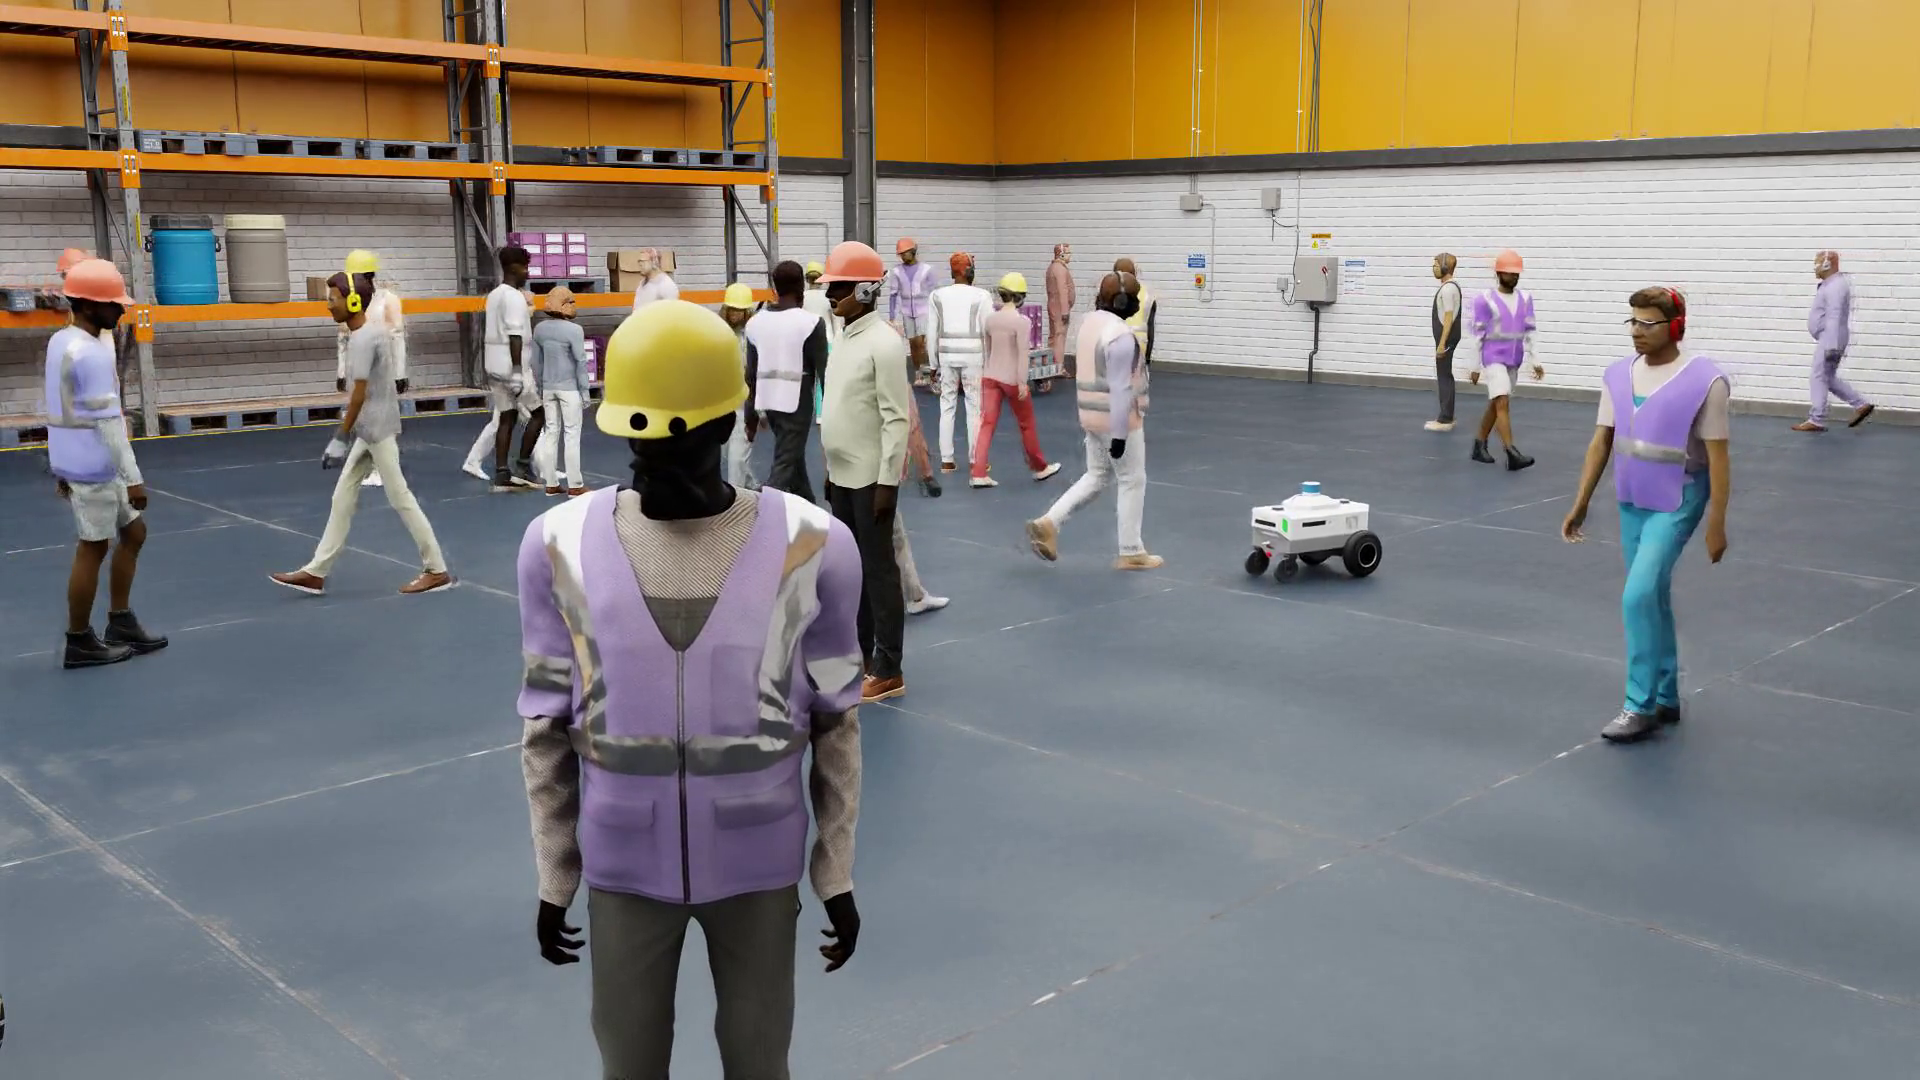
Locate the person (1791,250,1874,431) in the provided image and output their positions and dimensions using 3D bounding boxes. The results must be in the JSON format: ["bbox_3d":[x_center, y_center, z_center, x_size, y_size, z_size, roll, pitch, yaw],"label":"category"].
[{"bbox_3d":[9.054,-2.045,17.141,0.650,1.879,0.695,5,12,27],"label":"person"}]

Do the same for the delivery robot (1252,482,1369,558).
[{"bbox_3d":[2.083,-0.102,9.899,0.707,0.478,0.477,-6,12,-30],"label":"delivery robot"}]

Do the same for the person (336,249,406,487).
[{"bbox_3d":[-4.753,-1.369,13.353,0.607,1.906,0.483,6,12,28],"label":"person"}]

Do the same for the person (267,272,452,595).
[{"bbox_3d":[-3.356,-0.567,9.261,0.992,1.816,0.511,-5,12,-26],"label":"person"}]

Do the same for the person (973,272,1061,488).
[{"bbox_3d":[0.427,-1.291,13.440,0.895,1.712,0.547,-10,14,-43],"label":"person"}]

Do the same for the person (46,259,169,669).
[{"bbox_3d":[-3.966,-0.349,7.790,0.642,1.910,0.580,-9,14,-40],"label":"person"}]

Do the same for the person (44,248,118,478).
[{"bbox_3d":[-7.437,-1.480,13.981,0.850,1.903,0.565,-9,14,-40],"label":"person"}]

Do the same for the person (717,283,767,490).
[{"bbox_3d":[-1.507,-0.909,11.387,0.503,1.707,0.784,3,11,14],"label":"person"}]

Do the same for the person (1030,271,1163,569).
[{"bbox_3d":[0.849,-0.707,10.019,0.730,1.814,0.622,-4,11,-20],"label":"person"}]

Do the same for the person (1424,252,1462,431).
[{"bbox_3d":[5.021,-2.048,17.245,0.326,1.843,0.515,4,11,20],"label":"person"}]

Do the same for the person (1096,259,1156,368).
[{"bbox_3d":[1.561,-1.808,16.083,0.647,1.788,0.961,-3,11,-14],"label":"person"}]

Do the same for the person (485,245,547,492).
[{"bbox_3d":[-3.508,-1.348,13.156,0.557,1.937,0.636,-7,13,-35],"label":"person"}]

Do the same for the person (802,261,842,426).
[{"bbox_3d":[-1.530,-2.113,17.872,0.535,1.750,0.606,0,10,3],"label":"person"}]

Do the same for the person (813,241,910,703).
[{"bbox_3d":[-0.440,-0.294,7.271,0.381,1.994,0.622,-6,12,-28],"label":"person"}]

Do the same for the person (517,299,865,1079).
[{"bbox_3d":[-0.455,0.551,2.873,0.589,1.918,0.392,-1,10,-3],"label":"person"}]

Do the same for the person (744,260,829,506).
[{"bbox_3d":[-1.062,-0.829,10.556,0.594,1.863,1.024,8,13,36],"label":"person"}]

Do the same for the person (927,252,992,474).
[{"bbox_3d":[0.013,-1.496,14.132,0.584,1.881,0.337,3,11,16],"label":"person"}]

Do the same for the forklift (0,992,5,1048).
[{"bbox_3d":[-3.245,0.323,3.363,2.313,2.155,1.214,2,11,13],"label":"forklift"}]

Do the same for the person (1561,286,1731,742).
[{"bbox_3d":[2.743,-0.103,6.714,0.710,1.819,0.578,-4,11,-19],"label":"person"}]

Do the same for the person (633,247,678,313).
[{"bbox_3d":[-3.082,-1.976,16.686,0.403,1.906,0.650,-8,13,-37],"label":"person"}]

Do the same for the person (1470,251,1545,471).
[{"bbox_3d":[4.759,-1.562,14.492,0.547,1.884,0.996,-4,11,-20],"label":"person"}]

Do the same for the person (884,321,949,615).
[{"bbox_3d":[-0.405,-0.326,8.561,0.882,1.587,0.522,-7,13,-34],"label":"person"}]

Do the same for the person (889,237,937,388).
[{"bbox_3d":[-0.606,-3.004,22.038,0.622,1.992,0.691,3,11,16],"label":"person"}]

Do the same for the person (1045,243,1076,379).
[{"bbox_3d":[1.440,-3.248,23.616,0.406,1.910,0.636,-2,11,-12],"label":"person"}]

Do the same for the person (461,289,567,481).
[{"bbox_3d":[-3.724,-1.269,13.709,0.865,1.587,0.530,-3,11,-14],"label":"person"}]

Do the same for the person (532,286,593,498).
[{"bbox_3d":[-3.071,-1.142,12.884,0.508,1.632,0.270,6,12,28],"label":"person"}]
